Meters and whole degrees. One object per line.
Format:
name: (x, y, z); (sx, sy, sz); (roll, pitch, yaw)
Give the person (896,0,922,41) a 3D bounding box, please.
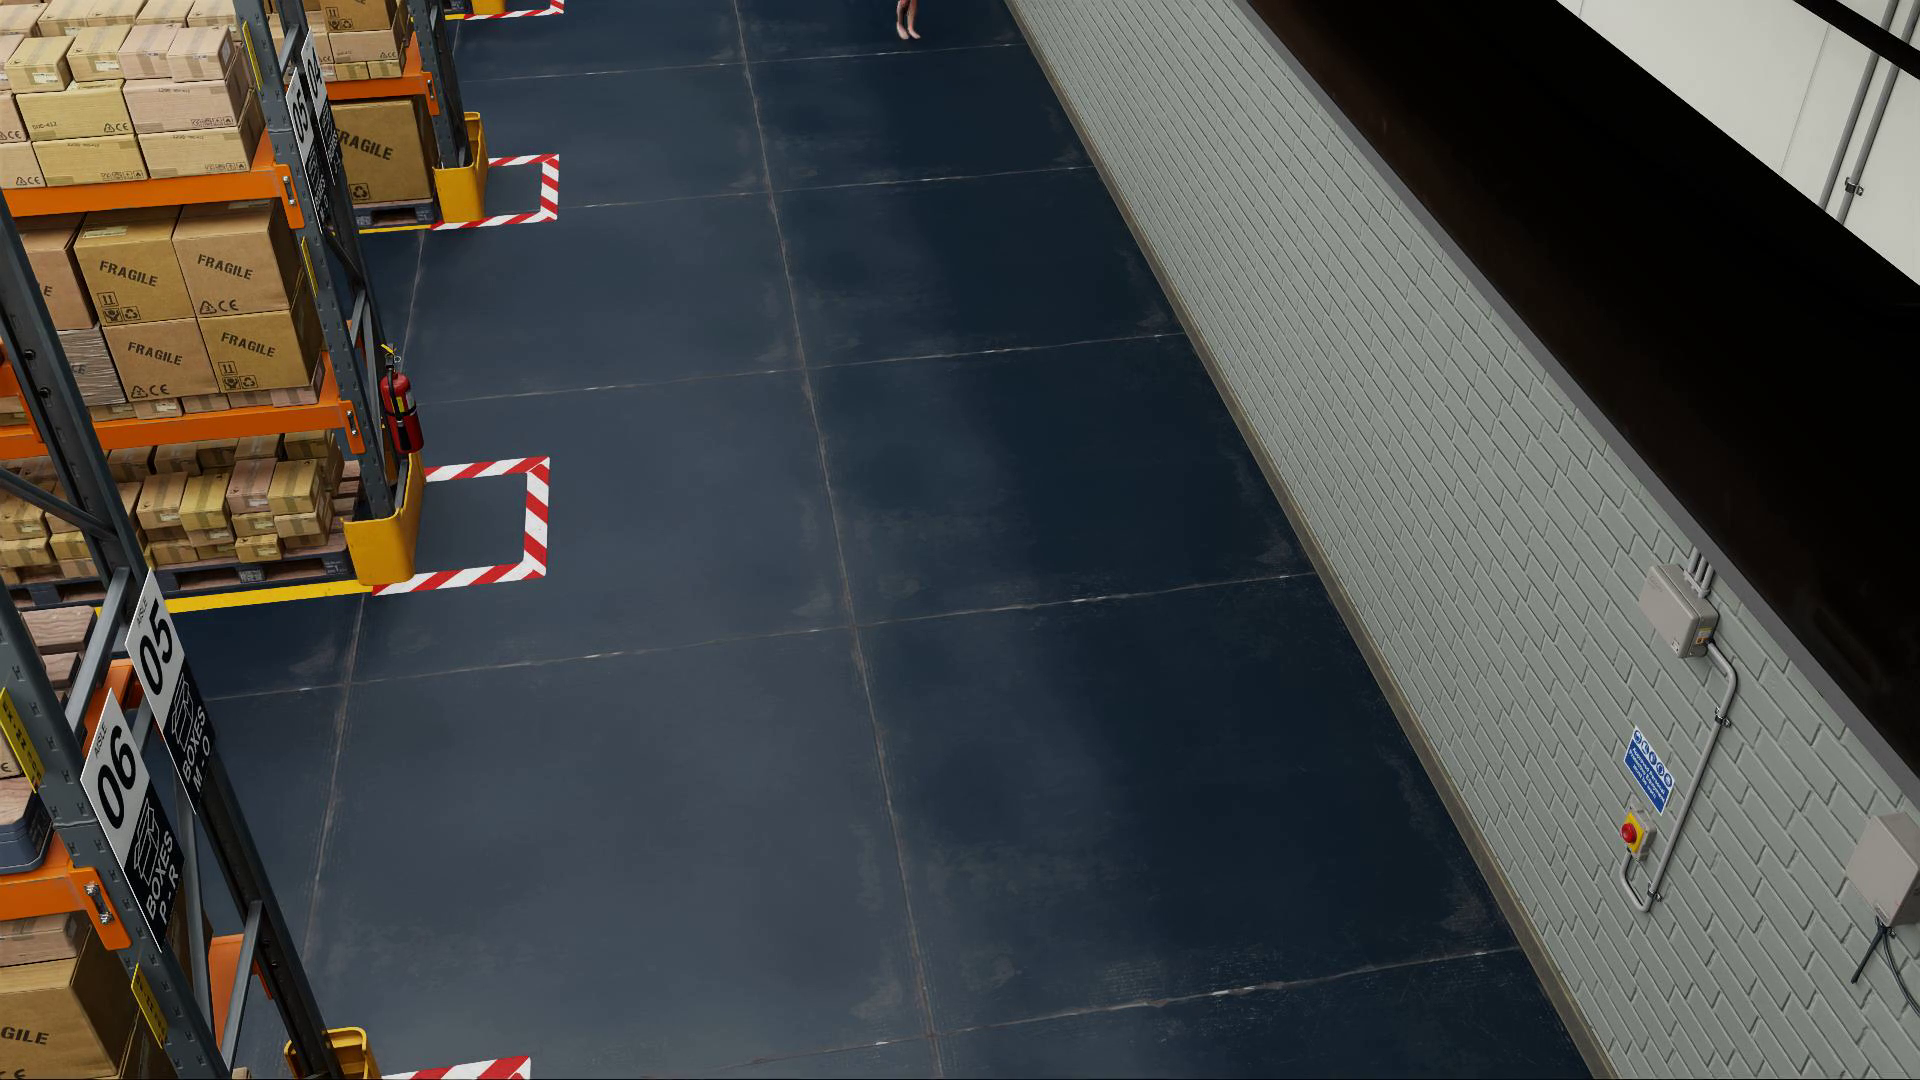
person: (-0.576, -6.033, 17.253); (0.643, 1.642, 0.759); (-23, 44, -27)
